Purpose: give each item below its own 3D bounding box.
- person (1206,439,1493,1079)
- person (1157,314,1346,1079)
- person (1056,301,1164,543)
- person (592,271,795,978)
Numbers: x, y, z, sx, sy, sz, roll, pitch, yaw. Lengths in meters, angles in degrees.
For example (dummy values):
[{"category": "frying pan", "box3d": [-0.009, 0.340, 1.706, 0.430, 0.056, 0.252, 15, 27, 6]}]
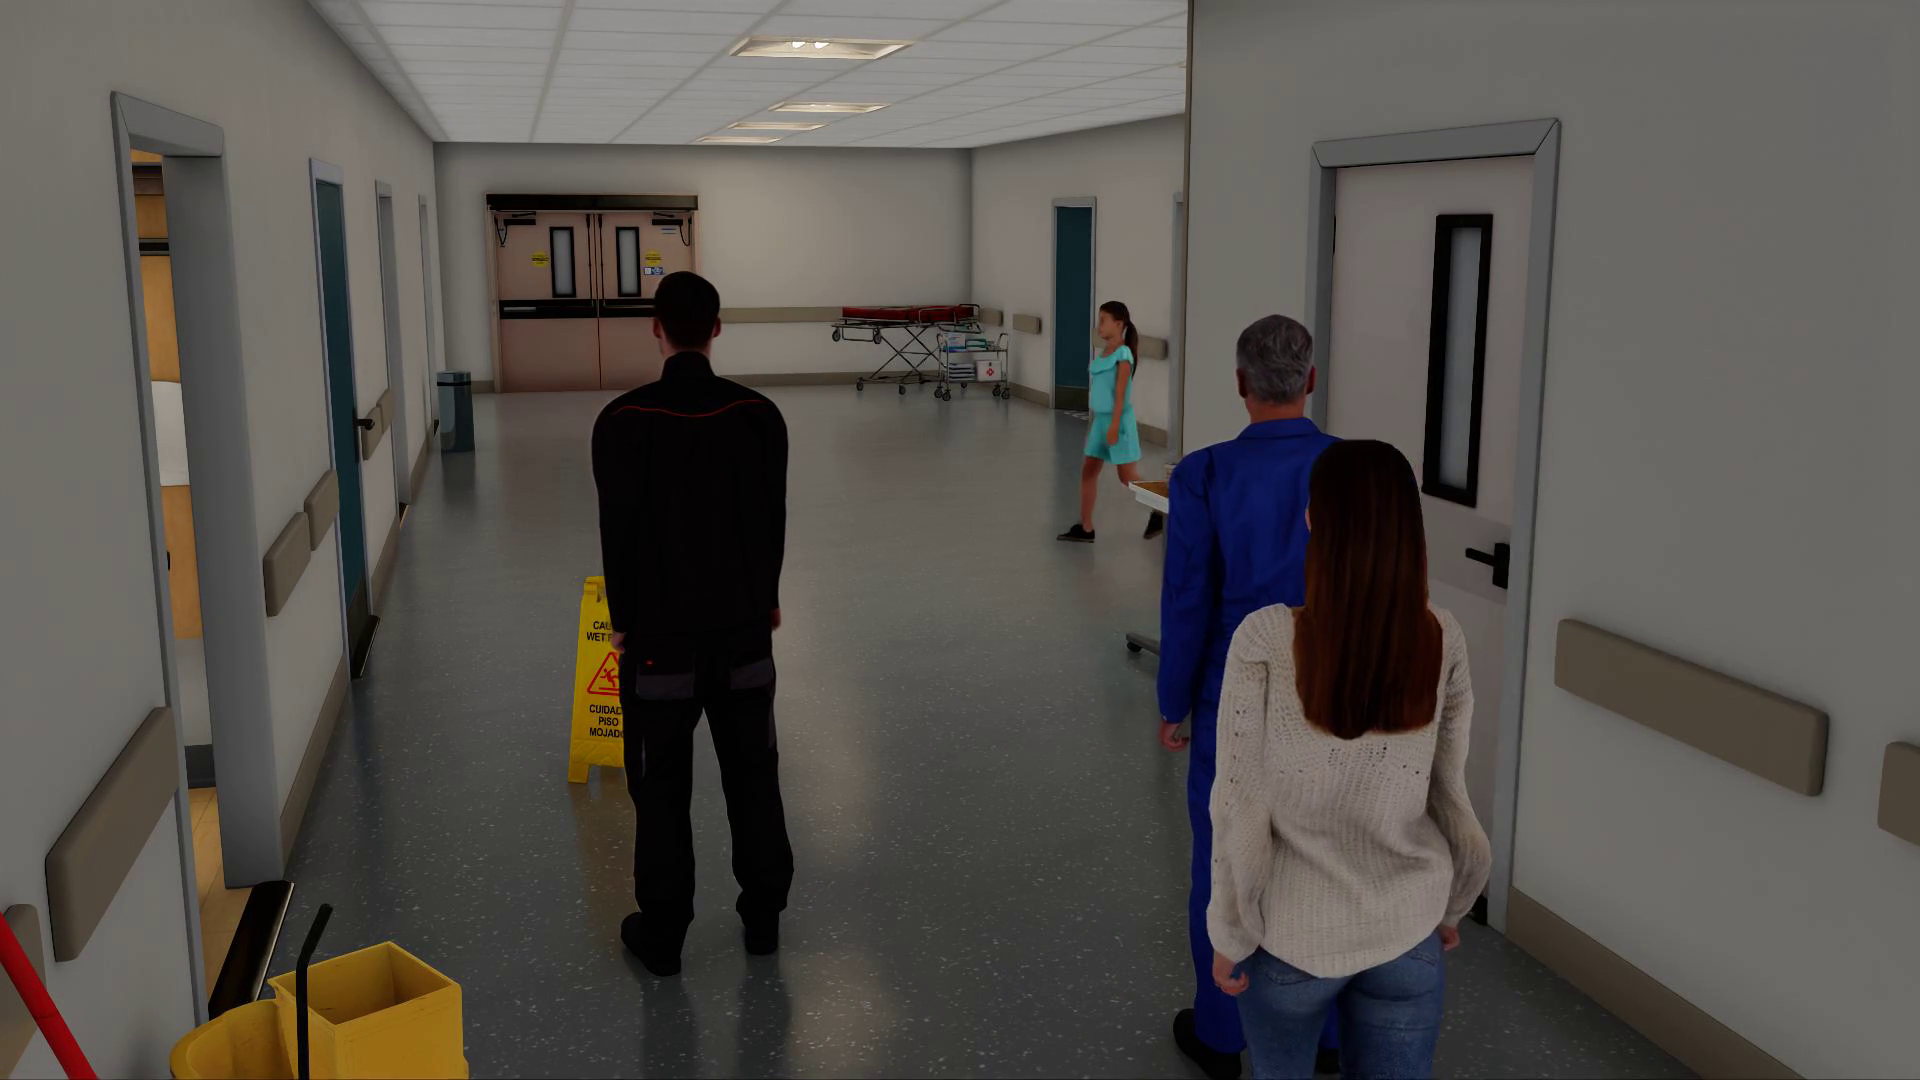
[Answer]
[{"category": "person", "box3d": [0.661, 0.705, 2.748, 0.810, 1.642, 1.184, -1, 11, -3]}, {"category": "person", "box3d": [0.747, 0.382, 3.962, 0.755, 1.825, 0.605, -1, 11, -6]}, {"category": "person", "box3d": [1.047, -0.725, 10.579, 0.690, 1.533, 0.987, -4, 12, -22]}, {"category": "person", "box3d": [-0.721, 0.224, 4.555, 0.718, 1.915, 0.638, -5, 12, -23]}]
